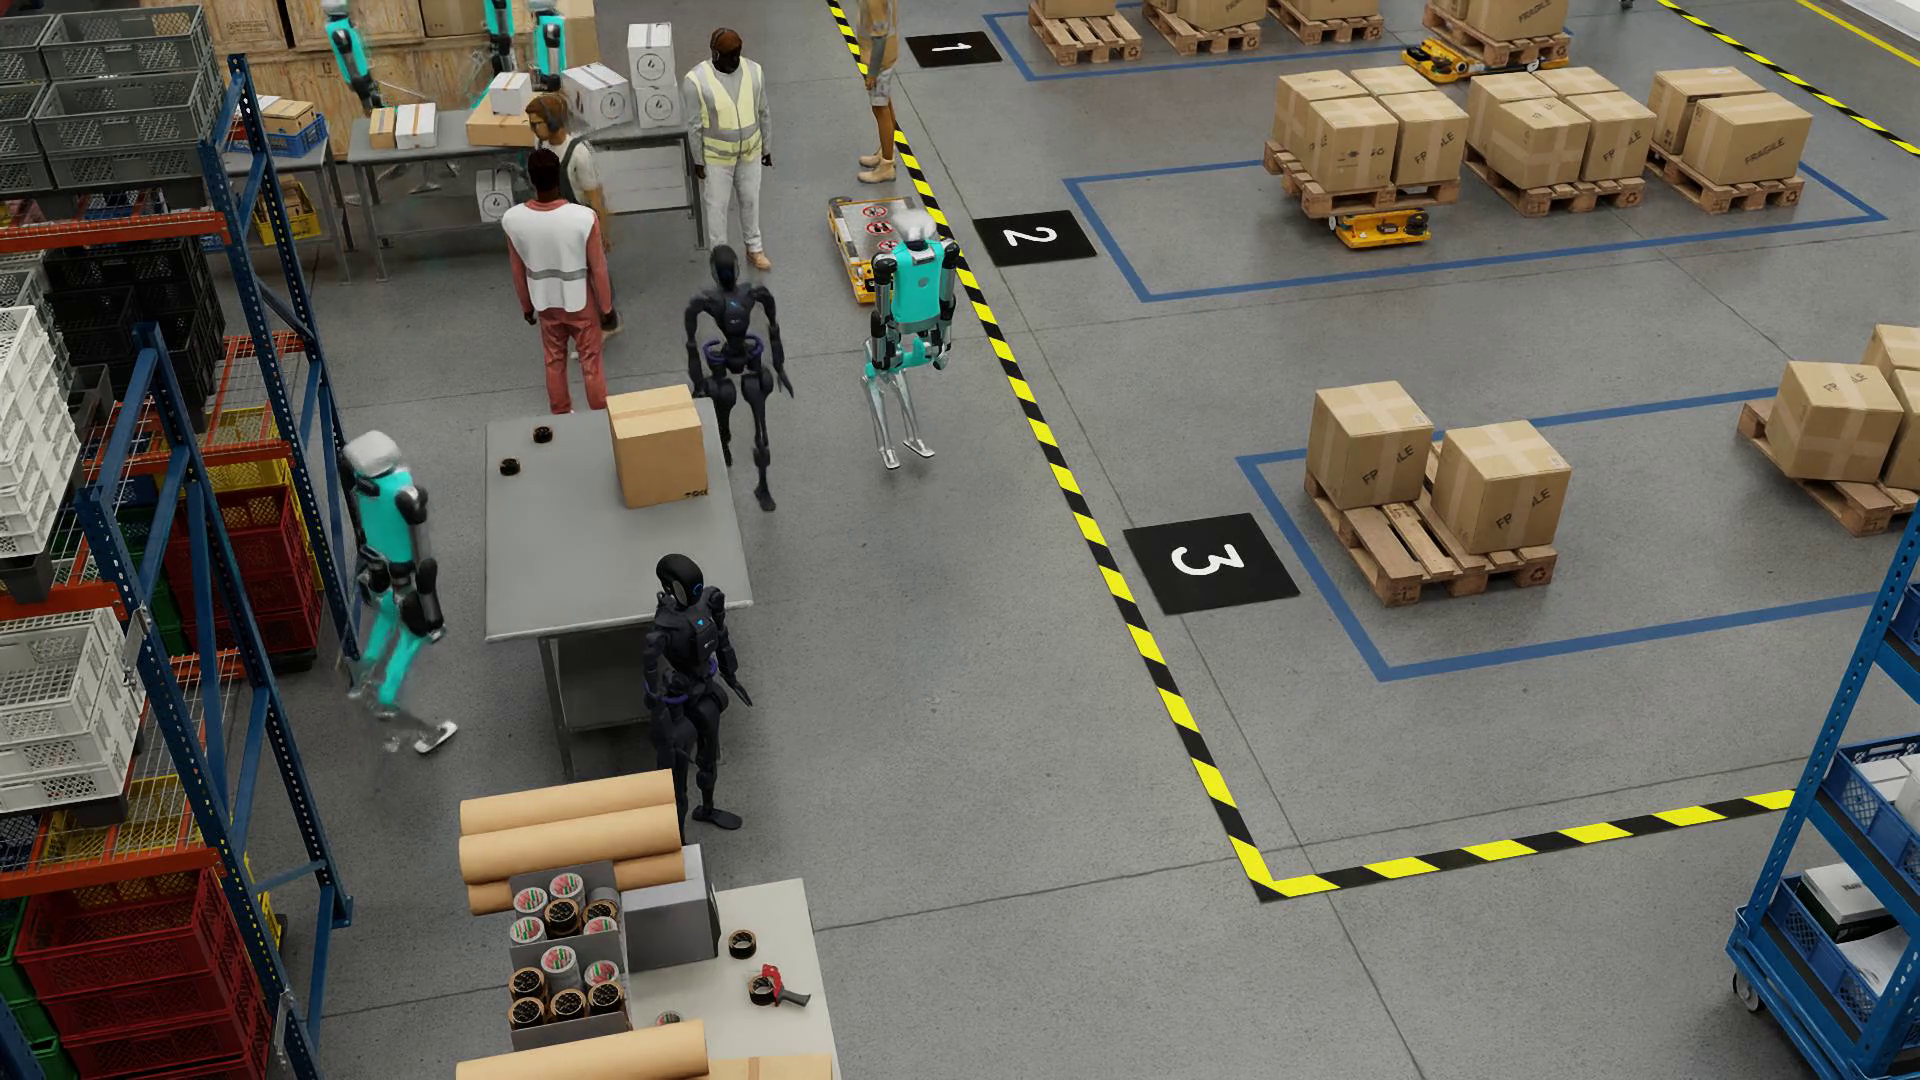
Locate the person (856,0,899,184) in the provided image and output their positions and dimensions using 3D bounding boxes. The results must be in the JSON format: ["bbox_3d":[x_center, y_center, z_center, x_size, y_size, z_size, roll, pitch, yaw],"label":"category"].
[{"bbox_3d":[-0.672,-3.854,13.246,0.365,2.047,0.607,1,37,2],"label":"person"}]

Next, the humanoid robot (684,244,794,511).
[{"bbox_3d":[-1.307,-1.007,9.753,0.610,1.636,0.707,-12,38,-16],"label":"humanoid robot"}]

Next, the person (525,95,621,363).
[{"bbox_3d":[-2.609,-2.059,11.029,0.518,1.810,0.665,30,46,34],"label":"person"}]

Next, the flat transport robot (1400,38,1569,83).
[{"bbox_3d":[4.971,-4.610,15.726,1.431,0.197,0.652,-11,38,-15],"label":"flat transport robot"}]

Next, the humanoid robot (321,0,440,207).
[{"bbox_3d":[-4.435,-3.373,12.864,1.037,1.728,0.550,-13,39,-17],"label":"humanoid robot"}]

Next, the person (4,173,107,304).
[{"bbox_3d":[-5.826,-1.817,10.741,0.317,1.766,0.533,10,38,13],"label":"person"}]

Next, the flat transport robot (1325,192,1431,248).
[{"bbox_3d":[3.134,-2.740,13.213,0.652,0.197,1.431,-8,37,-10],"label":"flat transport robot"}]

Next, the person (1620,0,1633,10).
[{"bbox_3d":[6.763,-6.292,16.735,0.602,1.788,0.899,10,38,14],"label":"person"}]

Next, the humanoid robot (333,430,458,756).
[{"bbox_3d":[-2.754,0.356,7.800,0.534,1.741,0.701,25,43,30],"label":"humanoid robot"}]

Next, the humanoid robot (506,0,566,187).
[{"bbox_3d":[-3.353,-3.257,12.776,0.829,1.866,0.553,-9,38,-11],"label":"humanoid robot"}]

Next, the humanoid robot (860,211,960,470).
[{"bbox_3d":[-0.369,-1.246,9.886,0.533,1.677,0.735,-18,40,-22],"label":"humanoid robot"}]

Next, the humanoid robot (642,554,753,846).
[{"bbox_3d":[-1.181,0.734,7.374,0.315,1.657,0.599,20,41,24],"label":"humanoid robot"}]

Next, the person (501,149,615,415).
[{"bbox_3d":[-2.409,-1.450,10.129,0.585,1.911,0.400,3,37,4],"label":"person"}]

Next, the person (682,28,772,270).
[{"bbox_3d":[-1.639,-2.792,12.000,0.628,1.835,0.429,-18,40,-23],"label":"person"}]

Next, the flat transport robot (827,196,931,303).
[{"bbox_3d":[-0.570,-2.220,12.538,0.659,0.231,1.431,-8,37,-10],"label":"flat transport robot"}]

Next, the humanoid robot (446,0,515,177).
[{"bbox_3d":[-3.957,-3.800,13.474,0.882,1.823,0.549,-11,38,-14],"label":"humanoid robot"}]

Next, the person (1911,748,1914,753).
[{"bbox_3d":[4.404,0.916,7.037,0.693,1.811,0.375,6,37,7],"label":"person"}]
